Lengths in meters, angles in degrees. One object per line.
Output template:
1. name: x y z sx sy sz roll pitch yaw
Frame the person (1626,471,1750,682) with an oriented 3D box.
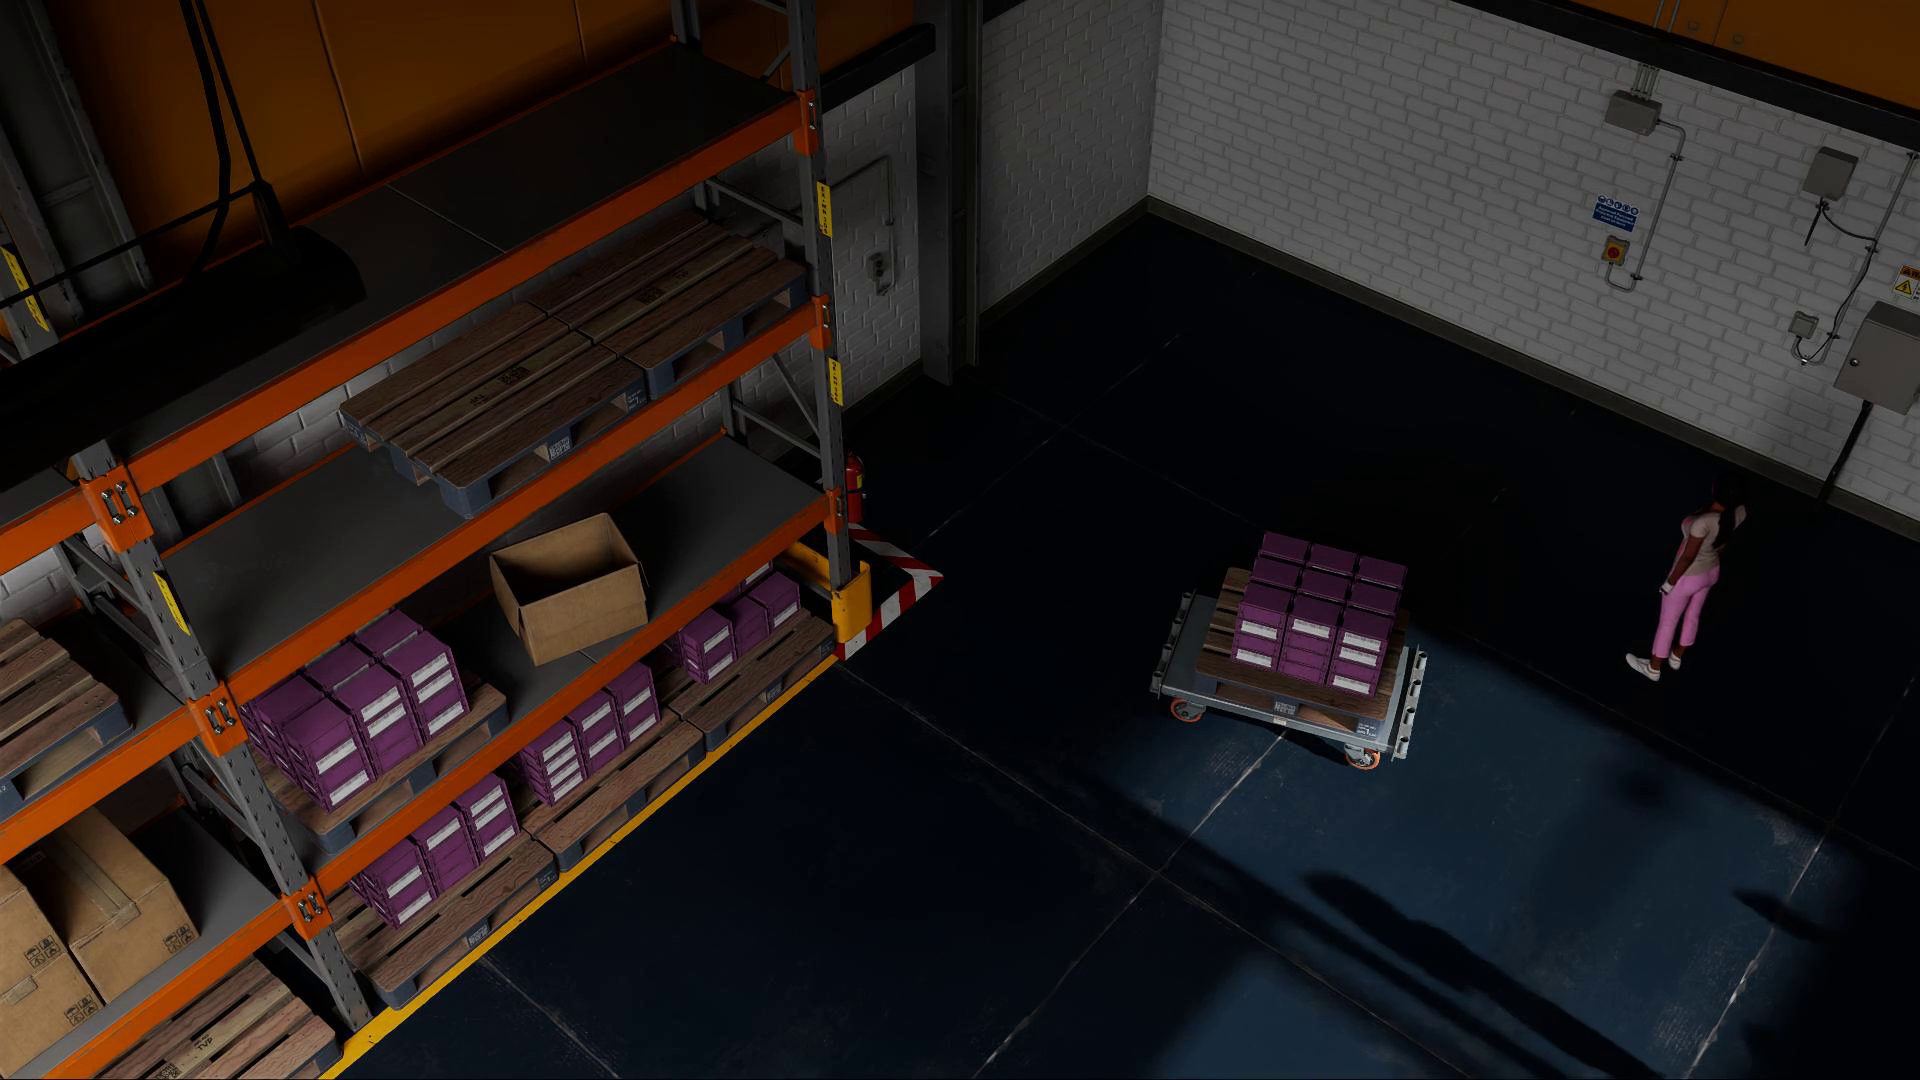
1. person: 4.717 0.228 10.690 0.579 1.740 0.709 -19 47 -19
